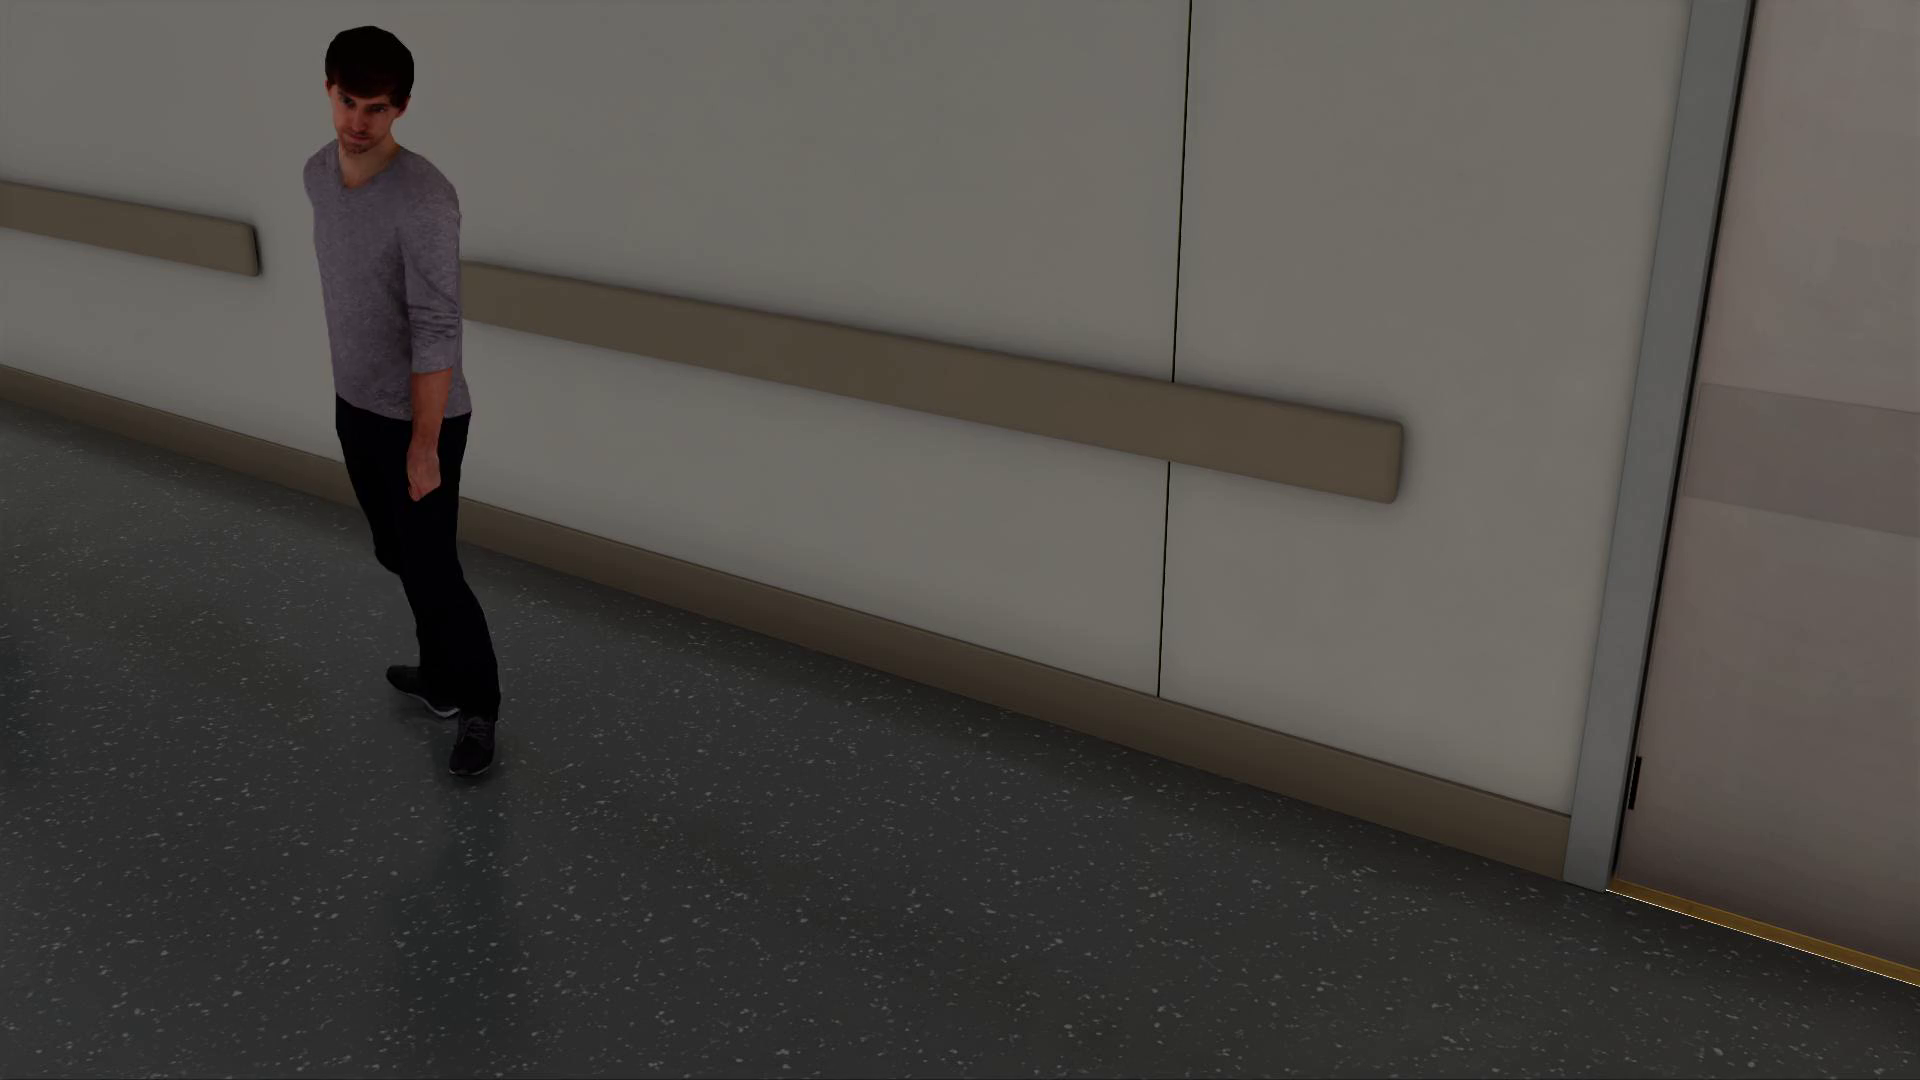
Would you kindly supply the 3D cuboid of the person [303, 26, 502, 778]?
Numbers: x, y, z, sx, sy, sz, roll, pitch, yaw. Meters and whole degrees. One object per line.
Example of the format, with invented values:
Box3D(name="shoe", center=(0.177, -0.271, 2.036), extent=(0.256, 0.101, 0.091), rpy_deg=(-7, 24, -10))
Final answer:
Box3D(name="person", center=(-1.354, -0.322, 4.076), extent=(0.631, 1.807, 0.896), rpy_deg=(-14, 25, -32))
